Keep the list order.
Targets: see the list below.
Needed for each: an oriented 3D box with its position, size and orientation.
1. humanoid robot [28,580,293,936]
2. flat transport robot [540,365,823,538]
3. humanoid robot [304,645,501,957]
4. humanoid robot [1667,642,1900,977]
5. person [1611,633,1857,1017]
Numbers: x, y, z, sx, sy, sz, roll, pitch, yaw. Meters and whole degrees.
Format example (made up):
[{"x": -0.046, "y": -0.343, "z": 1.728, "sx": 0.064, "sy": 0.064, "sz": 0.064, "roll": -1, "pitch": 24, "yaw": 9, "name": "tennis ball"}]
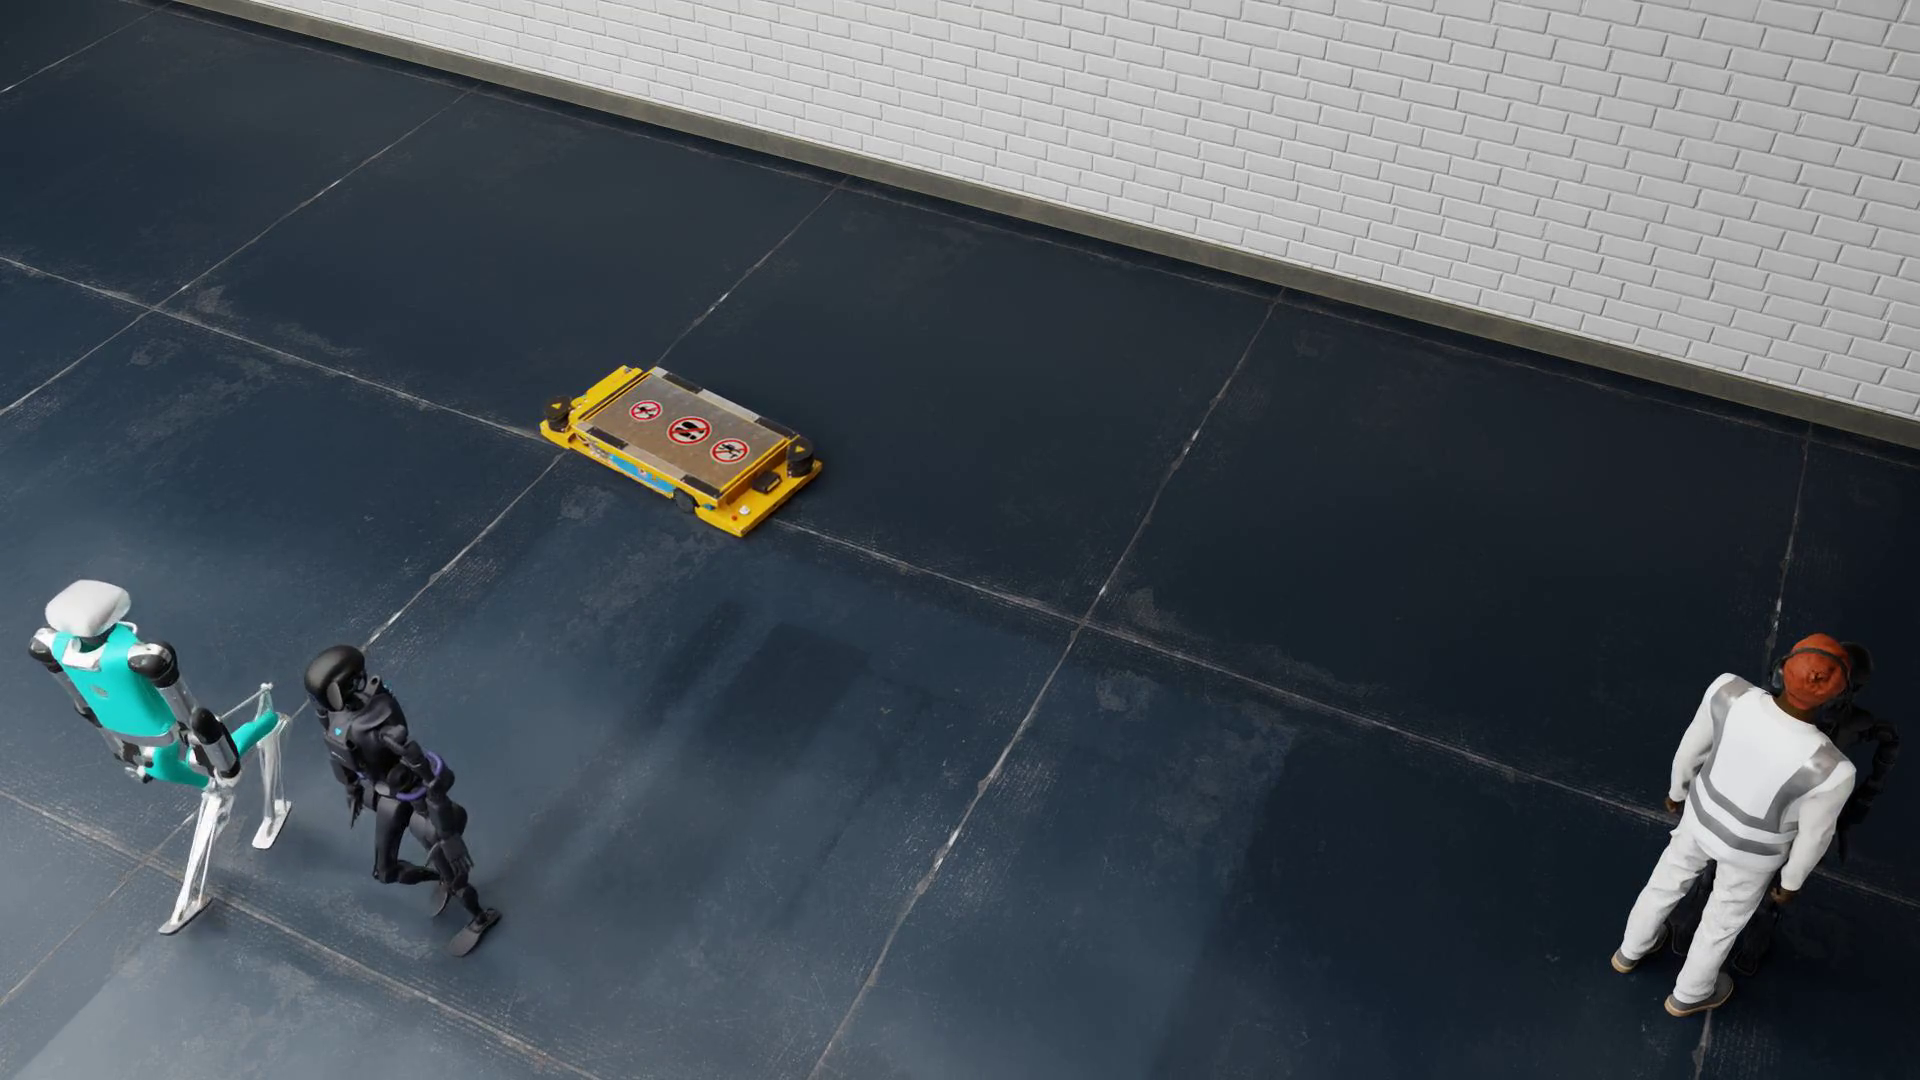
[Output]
[{"x": -2.954, "y": 0.722, "z": 6.397, "sx": 0.553, "sy": 1.755, "sz": 0.960, "roll": 8, "pitch": 43, "yaw": 9, "name": "humanoid robot"}, {"x": -1.490, "y": -0.521, "z": 8.817, "sx": 1.431, "sy": 0.231, "sz": 0.659, "roll": 26, "pitch": 49, "yaw": 25, "name": "flat transport robot"}, {"x": -2.041, "y": 0.970, "z": 6.170, "sx": 0.606, "sy": 1.647, "sz": 0.349, "roll": 23, "pitch": 47, "yaw": 23, "name": "humanoid robot"}, {"x": 3.011, "y": 0.990, "z": 6.143, "sx": 0.599, "sy": 1.653, "sz": 0.315, "roll": 18, "pitch": 46, "yaw": 19, "name": "humanoid robot"}, {"x": 2.779, "y": 1.038, "z": 5.947, "sx": 0.353, "sy": 1.884, "sz": 0.578, "roll": -25, "pitch": 48, "yaw": -25, "name": "person"}]
